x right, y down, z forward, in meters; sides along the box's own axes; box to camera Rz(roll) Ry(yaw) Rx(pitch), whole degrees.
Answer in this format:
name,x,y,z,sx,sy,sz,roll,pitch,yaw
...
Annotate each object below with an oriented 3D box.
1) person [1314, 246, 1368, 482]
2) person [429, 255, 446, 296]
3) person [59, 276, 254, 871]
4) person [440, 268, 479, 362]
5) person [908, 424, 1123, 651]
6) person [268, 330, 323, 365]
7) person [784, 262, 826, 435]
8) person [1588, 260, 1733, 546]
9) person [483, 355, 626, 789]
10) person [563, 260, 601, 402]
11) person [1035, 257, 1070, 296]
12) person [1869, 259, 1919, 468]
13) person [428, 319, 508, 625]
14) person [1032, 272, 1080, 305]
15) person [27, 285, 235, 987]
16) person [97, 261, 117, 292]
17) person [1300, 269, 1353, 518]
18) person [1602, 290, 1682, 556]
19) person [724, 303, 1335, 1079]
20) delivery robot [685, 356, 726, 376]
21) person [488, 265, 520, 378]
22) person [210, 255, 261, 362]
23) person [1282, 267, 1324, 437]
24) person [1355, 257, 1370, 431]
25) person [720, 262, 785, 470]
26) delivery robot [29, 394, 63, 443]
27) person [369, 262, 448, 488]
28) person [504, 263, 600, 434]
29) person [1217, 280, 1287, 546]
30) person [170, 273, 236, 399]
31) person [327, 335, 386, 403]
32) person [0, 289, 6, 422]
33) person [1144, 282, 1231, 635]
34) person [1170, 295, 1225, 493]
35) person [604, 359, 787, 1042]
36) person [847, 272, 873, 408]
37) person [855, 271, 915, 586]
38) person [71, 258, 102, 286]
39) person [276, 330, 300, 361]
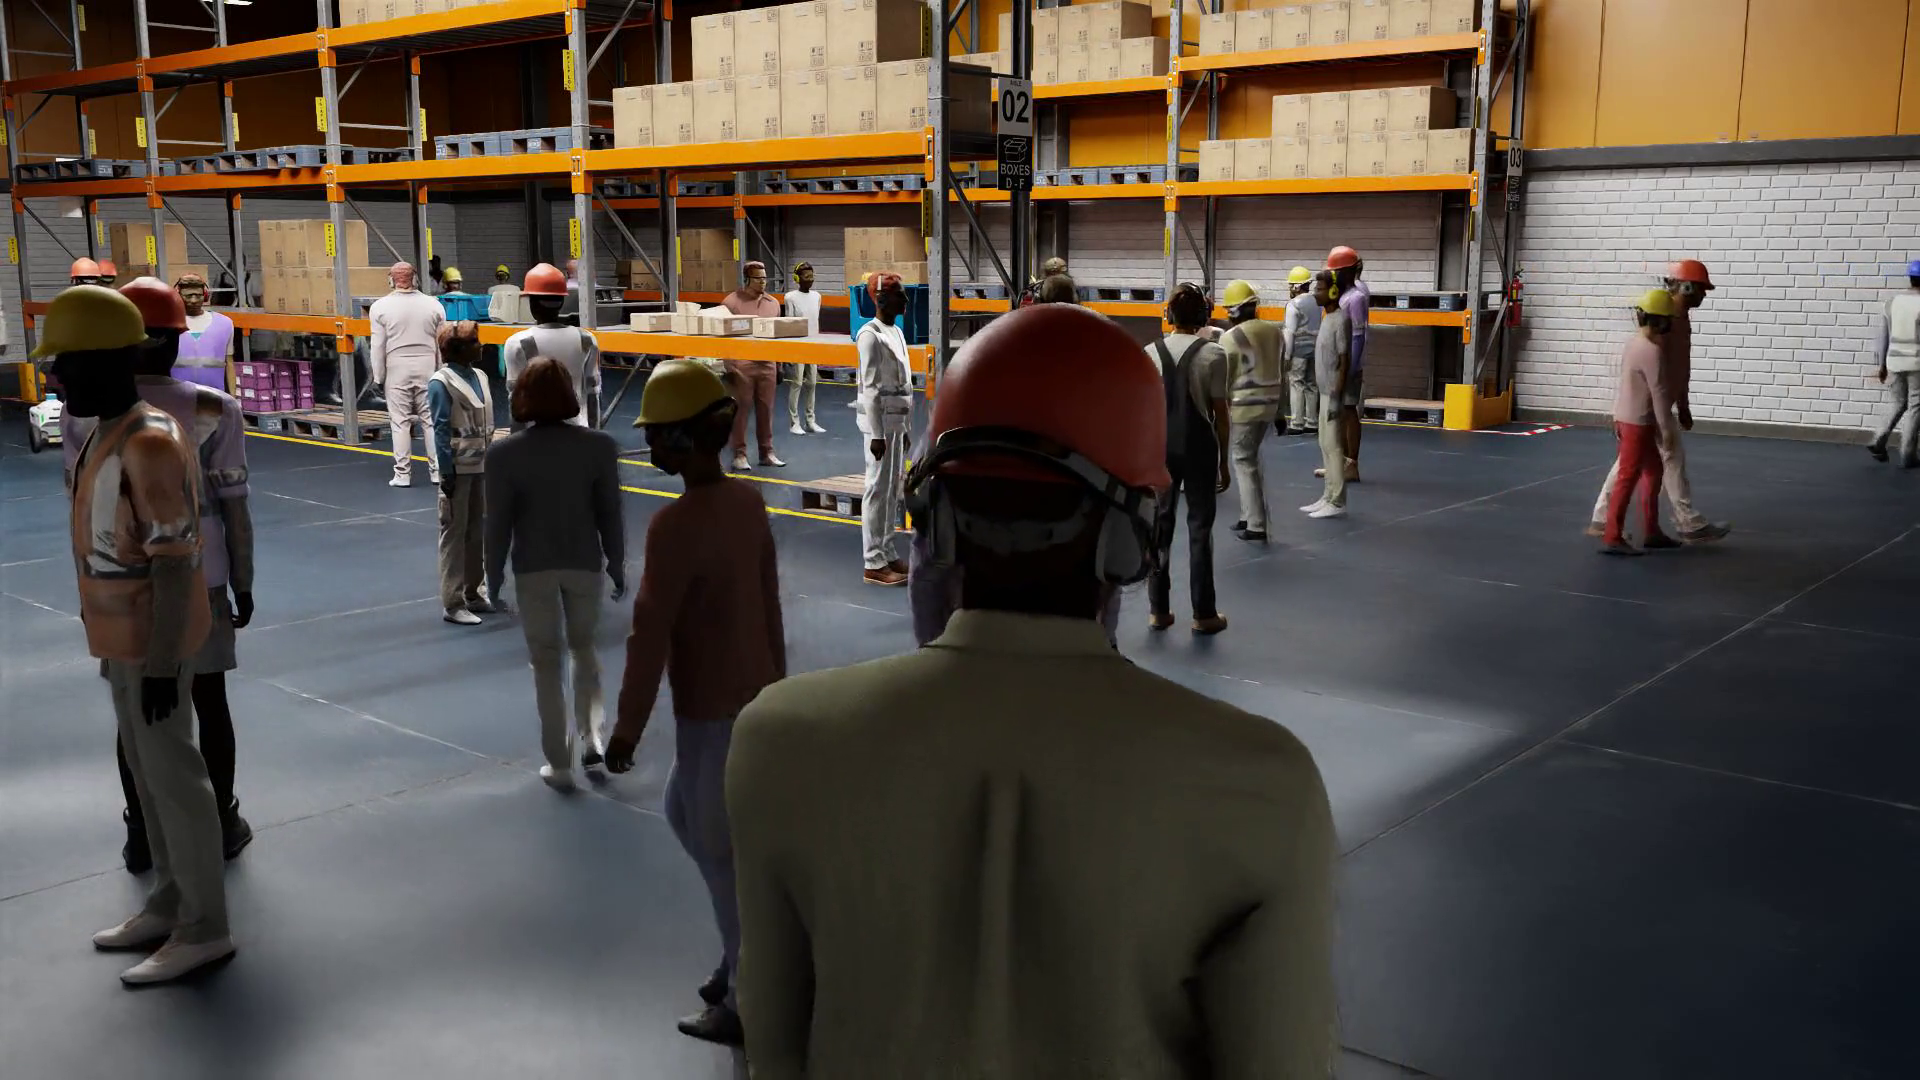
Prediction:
name,x,y,z,sx,sy,sz,roll,pitch,yaw
person,3.308,-1.511,14.403,0.392,2.035,0.605,0,10,-1
person,-9.569,-4.263,30.444,0.618,1.900,0.448,-6,12,-31
person,-2.607,0.112,5.465,0.543,1.933,0.382,-4,11,-22
person,-6.003,-2.303,19.614,0.924,1.781,0.591,9,13,41
person,0.170,0.287,4.717,0.633,1.841,0.429,-2,10,-12
person,-11.558,-3.902,28.746,1.024,1.778,0.653,2,10,10
person,-1.677,-2.077,18.106,0.315,1.865,0.533,10,14,43
person,4.828,-0.933,11.381,0.959,1.934,0.635,6,11,29
person,-1.527,0.122,6.260,0.519,1.623,0.389,-5,11,-27
person,-4.811,-2.597,21.017,0.639,1.882,0.761,-5,11,-26
person,0.938,-1.936,17.104,0.385,1.932,0.659,-1,10,-5
person,8.755,-1.614,15.274,0.431,1.930,0.622,-4,11,-23
person,-2.685,-0.370,9.033,0.306,1.639,0.523,2,10,12
person,0.494,-0.390,8.411,0.659,1.909,0.869,-6,12,-30
person,-2.289,0.265,4.603,0.387,1.922,0.593,-7,12,-36
person,-9.394,-2.135,18.388,0.563,1.886,0.986,-10,14,-44
person,2.779,-1.093,12.505,0.311,1.866,0.532,0,10,0
person,4.571,-0.752,10.888,0.680,1.743,0.548,1,10,6
person,0.061,0.752,1.718,0.612,1.968,0.536,1,10,7
delivery robot,-3.858,-2.733,25.294,0.707,0.478,0.477,10,14,42
person,-7.092,-3.399,25.942,0.523,1.760,0.327,-5,11,-27
person,-11.295,-3.545,25.964,0.692,2.000,1.074,0,10,1
person,3.660,-2.015,17.879,0.593,1.826,0.404,-9,14,-42
person,4.293,-2.138,18.244,0.371,1.940,0.627,5,11,24
person,-1.878,-1.593,15.264,0.644,1.900,0.399,-8,13,-37
delivery robot,-9.120,-1.227,16.727,0.477,0.478,0.707,-7,12,-36
person,-4.677,-1.396,14.123,0.644,1.904,0.399,-6,12,-32
person,-2.233,-0.534,9.114,0.542,1.938,0.357,-8,13,-40
person,1.921,-0.871,11.400,0.604,1.804,0.602,-8,13,-39
person,-5.598,-1.030,12.218,0.564,1.839,0.390,-7,12,-33
person,-7.935,-2.578,21.732,0.845,1.593,0.502,4,11,20
person,-11.320,-2.330,19.122,0.675,2.015,0.533,-1,10,-4
person,1.181,-0.423,8.746,0.507,1.847,0.344,5,11,27
person,1.970,-1.196,13.727,0.512,1.642,0.312,4,11,24
person,-0.643,0.421,4.229,0.445,1.748,0.536,2,10,14
person,-1.135,-2.484,20.839,0.727,1.712,0.516,5,11,26
person,-0.438,-0.672,10.055,0.355,1.885,0.576,2,10,13
person,-7.815,-1.567,15.013,0.377,1.933,0.550,6,12,32
person,-11.692,-3.799,28.687,0.568,1.586,0.531,-4,11,-23
